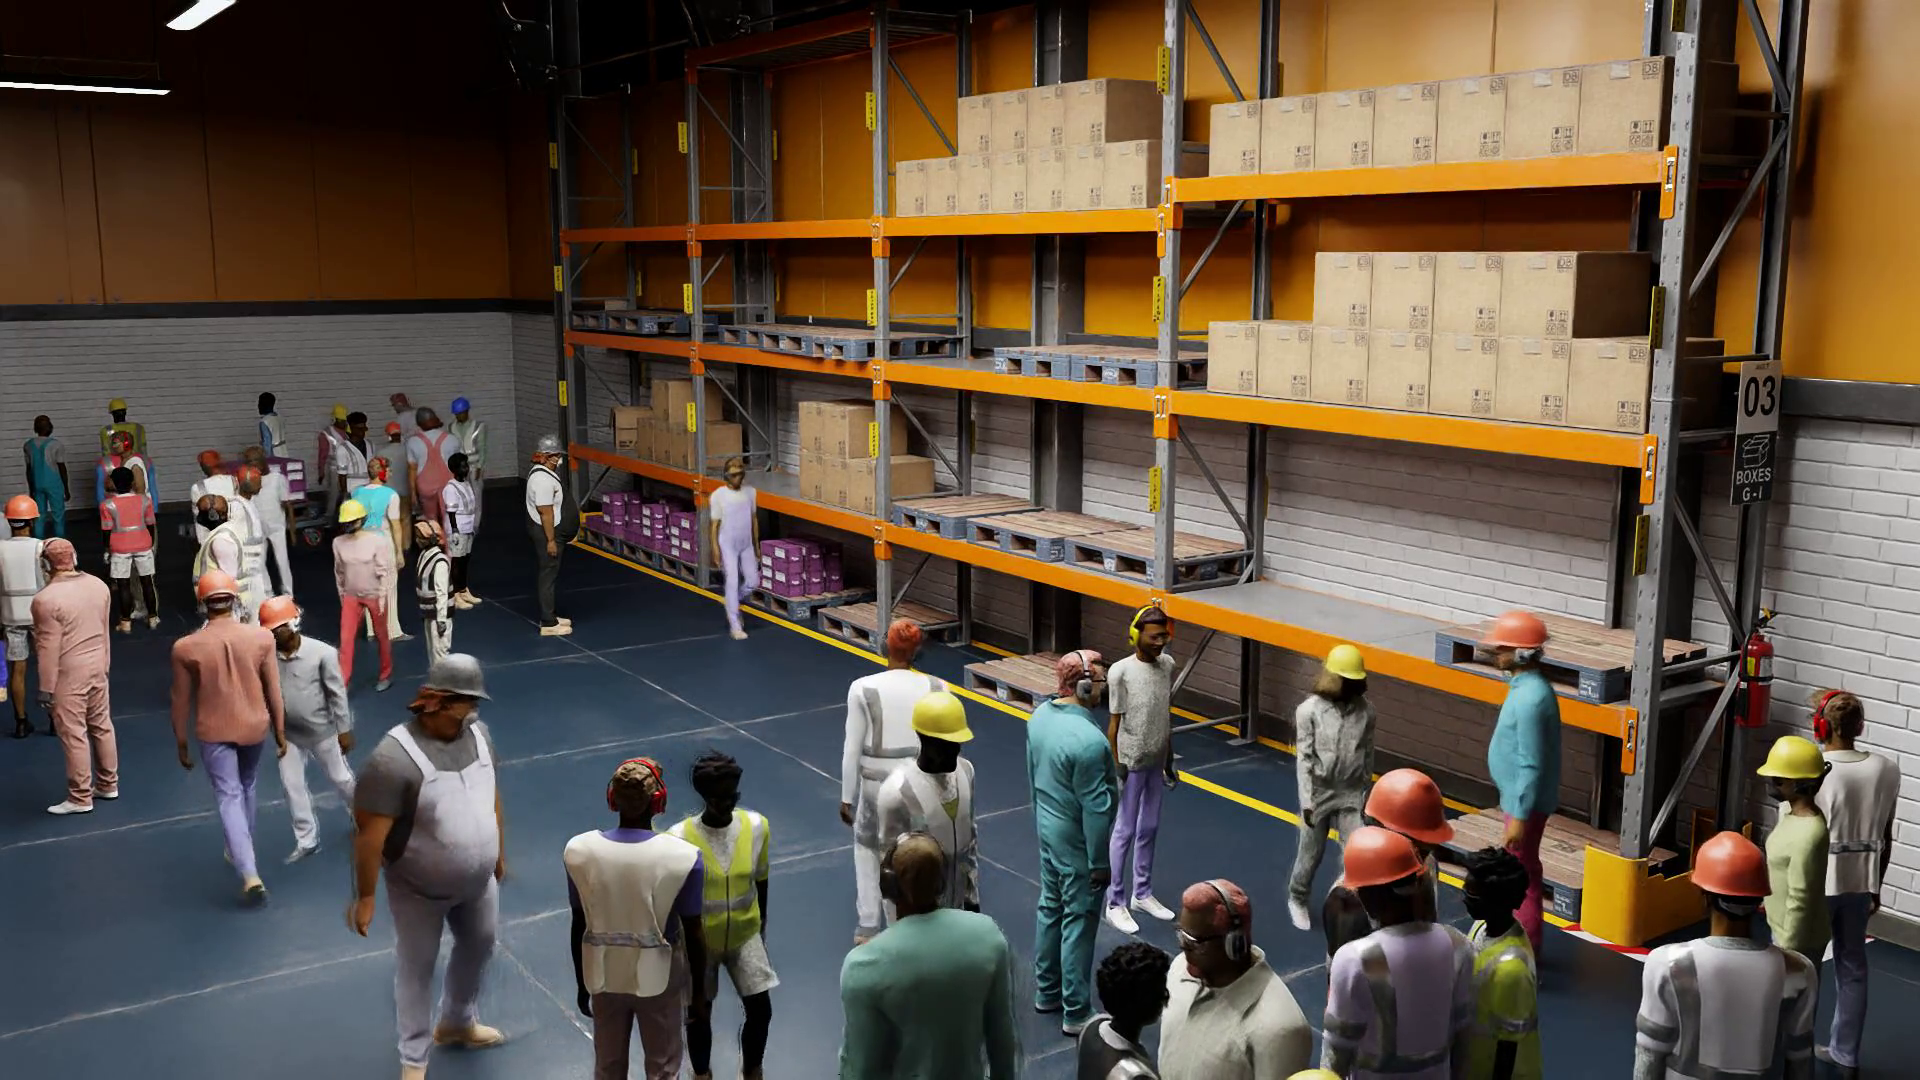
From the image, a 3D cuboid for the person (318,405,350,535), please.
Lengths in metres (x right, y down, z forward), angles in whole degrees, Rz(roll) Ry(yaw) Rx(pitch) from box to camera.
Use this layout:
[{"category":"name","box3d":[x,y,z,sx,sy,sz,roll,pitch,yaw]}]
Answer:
[{"category":"person","box3d":[-8.572,-0.984,23.000,0.521,1.780,0.748,8,12,39]}]

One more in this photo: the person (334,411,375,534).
[{"category":"person","box3d":[-7.265,-0.583,20.102,0.376,1.958,0.599,4,10,20]}]

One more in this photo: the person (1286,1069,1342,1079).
[{"category":"person","box3d":[0.890,2.205,4.367,0.320,1.737,0.485,2,10,14]}]

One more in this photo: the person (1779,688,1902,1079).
[{"category":"person","box3d":[3.998,1.598,7.633,0.561,1.838,0.392,-1,10,-7]}]

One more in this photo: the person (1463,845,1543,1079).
[{"category":"person","box3d":[1.951,1.935,6.080,0.320,1.695,0.534,1,10,8]}]

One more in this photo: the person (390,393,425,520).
[{"category":"person","box3d":[-7.975,-1.193,23.971,0.835,1.856,0.712,3,10,14]}]

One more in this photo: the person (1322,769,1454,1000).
[{"category":"person","box3d":[1.545,1.790,5.966,0.612,2.029,0.409,-10,14,-44]}]

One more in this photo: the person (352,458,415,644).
[{"category":"person","box3d":[-5.718,0.112,16.357,0.564,1.837,0.393,4,11,24]}]

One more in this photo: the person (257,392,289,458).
[{"category":"person","box3d":[-9.616,-1.108,23.276,0.392,1.922,0.591,-1,10,-3]}]

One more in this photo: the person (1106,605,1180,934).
[{"category":"person","box3d":[1.042,1.278,9.433,0.533,1.864,0.311,-8,13,-39]}]

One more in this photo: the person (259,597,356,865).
[{"category":"person","box3d":[-4.122,1.163,10.562,0.596,1.714,0.694,1,10,4]}]

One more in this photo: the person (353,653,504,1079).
[{"category":"person","box3d":[-2.406,1.504,7.588,0.537,2.000,0.861,7,12,35]}]

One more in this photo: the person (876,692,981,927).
[{"category":"person","box3d":[-0.114,1.601,7.385,0.397,1.920,0.586,8,13,40]}]

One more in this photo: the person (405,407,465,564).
[{"category":"person","box3d":[-6.465,-0.704,20.548,0.686,2.000,1.050,-3,10,-16]}]

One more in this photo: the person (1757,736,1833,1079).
[{"category":"person","box3d":[3.584,1.710,7.209,0.339,1.761,0.527,4,11,23]}]

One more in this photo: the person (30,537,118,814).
[{"category":"person","box3d":[-6.095,0.925,11.394,0.399,1.905,0.642,2,10,11]}]

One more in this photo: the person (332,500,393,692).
[{"category":"person","box3d":[-5.153,0.518,14.296,0.536,1.725,0.856,1,10,3]}]

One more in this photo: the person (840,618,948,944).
[{"category":"person","box3d":[-0.377,1.342,9.062,0.633,1.861,0.539,-3,10,-18]}]

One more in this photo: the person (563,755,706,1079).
[{"category":"person","box3d":[-1.283,1.775,6.614,0.560,1.837,0.389,1,10,5]}]

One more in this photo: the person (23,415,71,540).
[{"category":"person","box3d":[-11.417,-0.643,20.817,0.503,1.837,0.337,0,10,1]}]

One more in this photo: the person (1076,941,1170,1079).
[{"category":"person","box3d":[0.497,2.078,5.246,0.321,1.692,0.536,-2,10,-12]}]

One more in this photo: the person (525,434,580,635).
[{"category":"person","box3d":[-4.118,-0.070,16.831,0.535,2.000,0.679,-3,10,-17]}]

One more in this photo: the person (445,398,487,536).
[{"category":"person","box3d":[-6.666,-0.953,22.392,0.598,1.899,0.863,0,10,1]}]

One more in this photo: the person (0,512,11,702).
[{"category":"person","box3d":[-8.430,0.393,14.109,0.672,2.000,0.536,-3,10,-16]}]

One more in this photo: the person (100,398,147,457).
[{"category":"person","box3d":[-11.162,-0.930,22.224,0.378,1.922,0.585,8,13,39]}]

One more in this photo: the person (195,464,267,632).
[{"category":"person","box3d":[-6.820,0.218,15.633,0.697,1.868,0.617,-1,10,-8]}]

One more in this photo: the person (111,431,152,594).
[{"category":"person","box3d":[-9.383,-0.320,18.865,0.386,1.845,0.567,-9,13,-44]}]

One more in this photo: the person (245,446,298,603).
[{"category":"person","box3d":[-7.308,-0.092,17.599,0.615,1.826,0.380,0,10,3]}]

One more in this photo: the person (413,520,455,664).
[{"category":"person","box3d":[-4.368,0.640,13.876,0.314,1.632,0.523,-6,11,-31]}]

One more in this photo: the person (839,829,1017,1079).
[{"category":"person","box3d":[-0.053,1.927,5.514,0.671,1.909,0.721,-6,11,-31]}]

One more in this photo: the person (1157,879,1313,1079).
[{"category":"person","box3d":[0.806,1.979,5.240,0.399,1.897,0.652,-5,11,-25]}]

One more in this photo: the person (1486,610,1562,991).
[{"category":"person","box3d":[2.909,1.344,8.666,0.403,1.990,0.623,3,10,18]}]

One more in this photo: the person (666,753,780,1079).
[{"category":"person","box3d":[-1.040,1.748,7.223,0.540,1.681,0.508,-5,11,-26]}]

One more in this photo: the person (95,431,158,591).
[{"category":"person","box3d":[-9.515,-0.333,19.005,0.632,1.831,0.430,-9,13,-43]}]

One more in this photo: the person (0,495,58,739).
[{"category":"person","box3d":[-7.351,0.607,13.155,0.552,1.937,0.356,-2,10,-12]}]

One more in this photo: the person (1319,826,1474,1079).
[{"category":"person","box3d":[1.494,1.920,5.571,0.602,1.904,0.634,-5,11,-27]}]

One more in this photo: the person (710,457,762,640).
[{"category":"person","box3d":[-2.229,0.078,16.571,0.549,1.830,0.460,-7,12,-35]}]

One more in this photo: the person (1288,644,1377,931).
[{"category":"person","box3d":[2.056,1.395,9.163,0.486,1.713,0.747,-2,10,-9]}]

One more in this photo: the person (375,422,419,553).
[{"category":"person","box3d":[-7.121,-0.630,21.098,0.594,1.719,0.745,-5,11,-26]}]

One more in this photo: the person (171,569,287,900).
[{"category":"person","box3d":[-4.374,1.150,9.995,0.622,1.945,1.028,-8,12,-38]}]

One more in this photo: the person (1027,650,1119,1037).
[{"category":"person","box3d":[0.582,1.472,8.177,0.407,1.905,0.655,-4,10,-23]}]

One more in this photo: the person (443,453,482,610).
[{"category":"person","box3d":[-5.407,-0.103,18.032,0.318,1.697,0.536,1,10,3]}]

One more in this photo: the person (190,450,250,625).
[{"category":"person","box3d":[-7.575,-0.025,17.163,0.594,1.838,0.966,-7,12,-34]}]

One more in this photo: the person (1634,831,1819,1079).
[{"category":"person","box3d":[2.501,1.913,5.523,0.544,1.930,0.388,1,10,7]}]

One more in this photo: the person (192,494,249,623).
[{"category":"person","box3d":[-6.174,0.527,13.909,0.428,1.842,0.631,-4,10,-23]}]

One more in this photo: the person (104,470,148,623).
[{"category":"person","box3d":[-8.630,0.072,17.294,0.357,1.598,0.656,-7,12,-34]}]

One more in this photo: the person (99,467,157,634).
[{"category":"person","box3d":[-8.412,0.100,16.851,0.532,1.693,0.319,-9,14,-44]}]
